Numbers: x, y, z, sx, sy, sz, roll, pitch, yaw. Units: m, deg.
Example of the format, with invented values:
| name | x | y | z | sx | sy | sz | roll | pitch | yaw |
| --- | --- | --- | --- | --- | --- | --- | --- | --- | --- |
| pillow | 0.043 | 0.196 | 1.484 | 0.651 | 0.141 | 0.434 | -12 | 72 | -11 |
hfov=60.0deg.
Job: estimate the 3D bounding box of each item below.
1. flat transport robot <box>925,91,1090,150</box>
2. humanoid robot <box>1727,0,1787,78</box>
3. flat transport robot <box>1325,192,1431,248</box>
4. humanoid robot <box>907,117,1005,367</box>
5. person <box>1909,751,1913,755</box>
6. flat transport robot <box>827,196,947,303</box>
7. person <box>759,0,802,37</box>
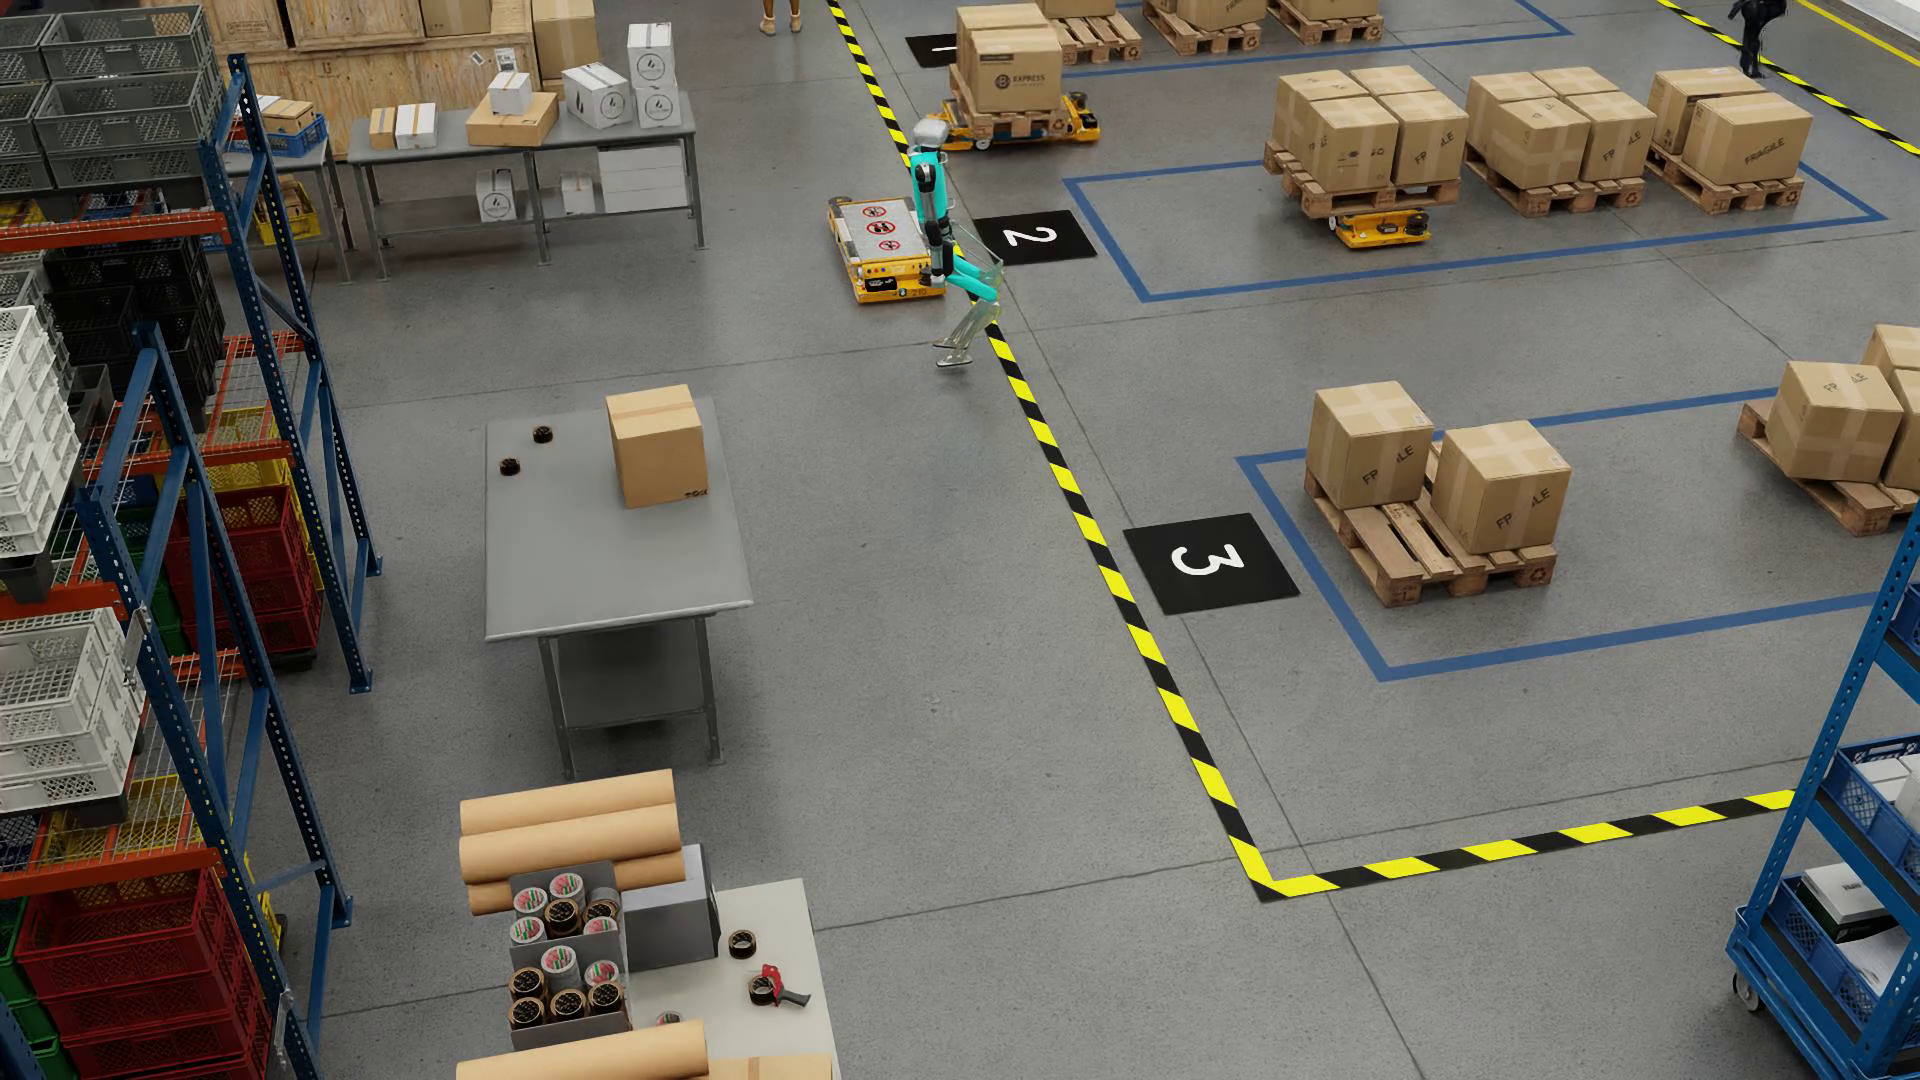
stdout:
| name | x | y | z | sx | sy | sz | roll | pitch | yaw |
| --- | --- | --- | --- | --- | --- | --- | --- | --- | --- |
| flat transport robot | 0.451 | -3.643 | 14.426 | 1.431 | 0.197 | 0.652 | -6 | 37 | -8 |
| humanoid robot | 7.200 | -4.845 | 14.888 | 0.609 | 1.650 | 0.387 | -15 | 39 | -19 |
| flat transport robot | 3.134 | -2.740 | 13.213 | 0.652 | 0.197 | 1.431 | -8 | 37 | -10 |
| humanoid robot | 0.034 | -1.912 | 10.781 | 0.735 | 1.676 | 0.533 | -1 | 37 | -1 |
| person | 4.452 | 0.741 | 7.232 | 0.384 | 1.849 | 0.596 | -6 | 37 | -8 |
| flat transport robot | -0.570 | -2.220 | 12.538 | 0.659 | 0.231 | 1.431 | -8 | 37 | -10 |
| person | -1.798 | -5.880 | 15.981 | 0.604 | 2.034 | 0.382 | -10 | 38 | -13 |
